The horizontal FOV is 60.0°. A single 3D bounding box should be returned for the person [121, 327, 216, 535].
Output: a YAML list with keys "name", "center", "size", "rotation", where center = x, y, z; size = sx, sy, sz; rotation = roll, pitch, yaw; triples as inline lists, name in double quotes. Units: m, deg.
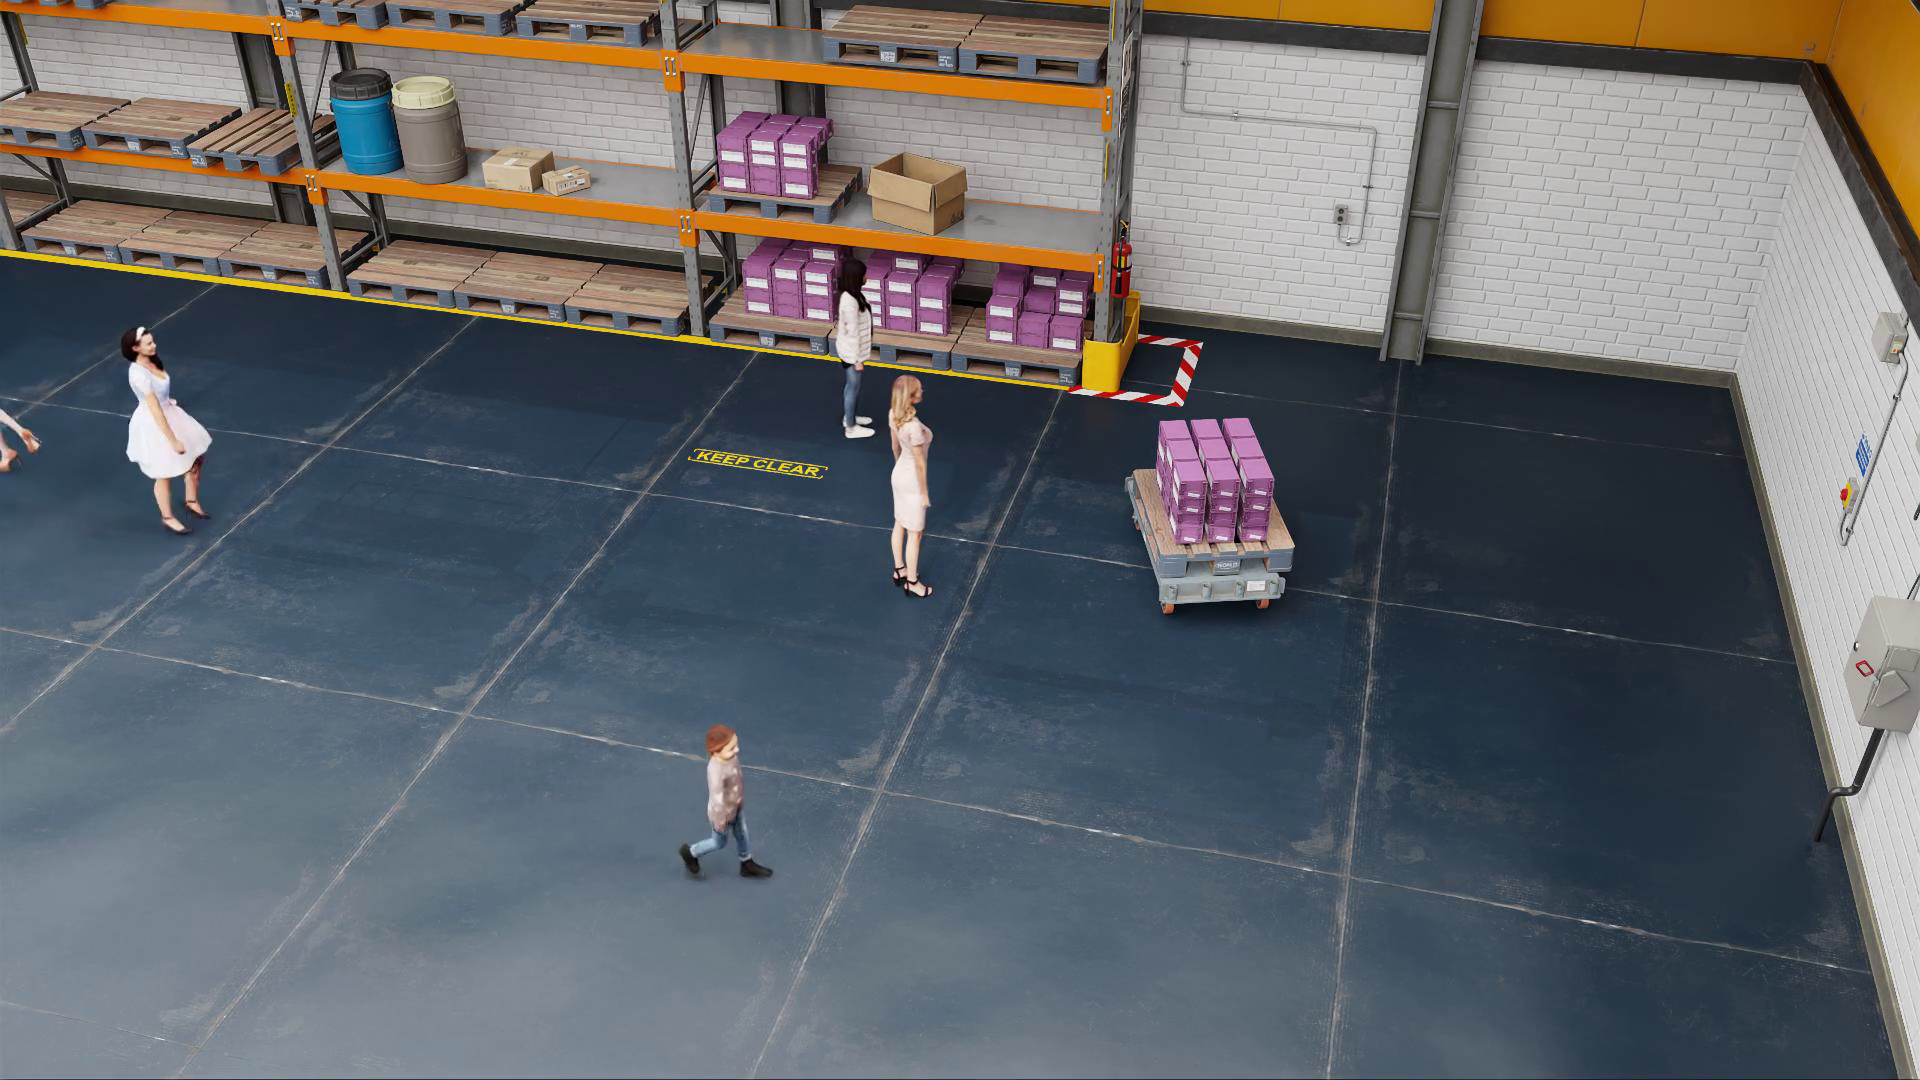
- name: "person"
  center: [-6.290, -0.814, 12.916]
  size: [0.934, 1.802, 0.838]
  rotation: [-4, 34, -6]

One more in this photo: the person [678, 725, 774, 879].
- name: "person"
  center: [-1.439, 1.570, 9.889]
  size: [0.791, 1.182, 0.509]
  rotation: [7, 34, 10]

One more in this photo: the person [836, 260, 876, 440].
- name: "person"
  center: [-0.919, -1.648, 14.319]
  size: [0.654, 1.636, 0.672]
  rotation: [-2, 34, -3]

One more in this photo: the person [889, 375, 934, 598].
- name: "person"
  center: [-0.383, -0.397, 12.263]
  size: [0.698, 1.830, 0.642]
  rotation: [-17, 37, -24]
